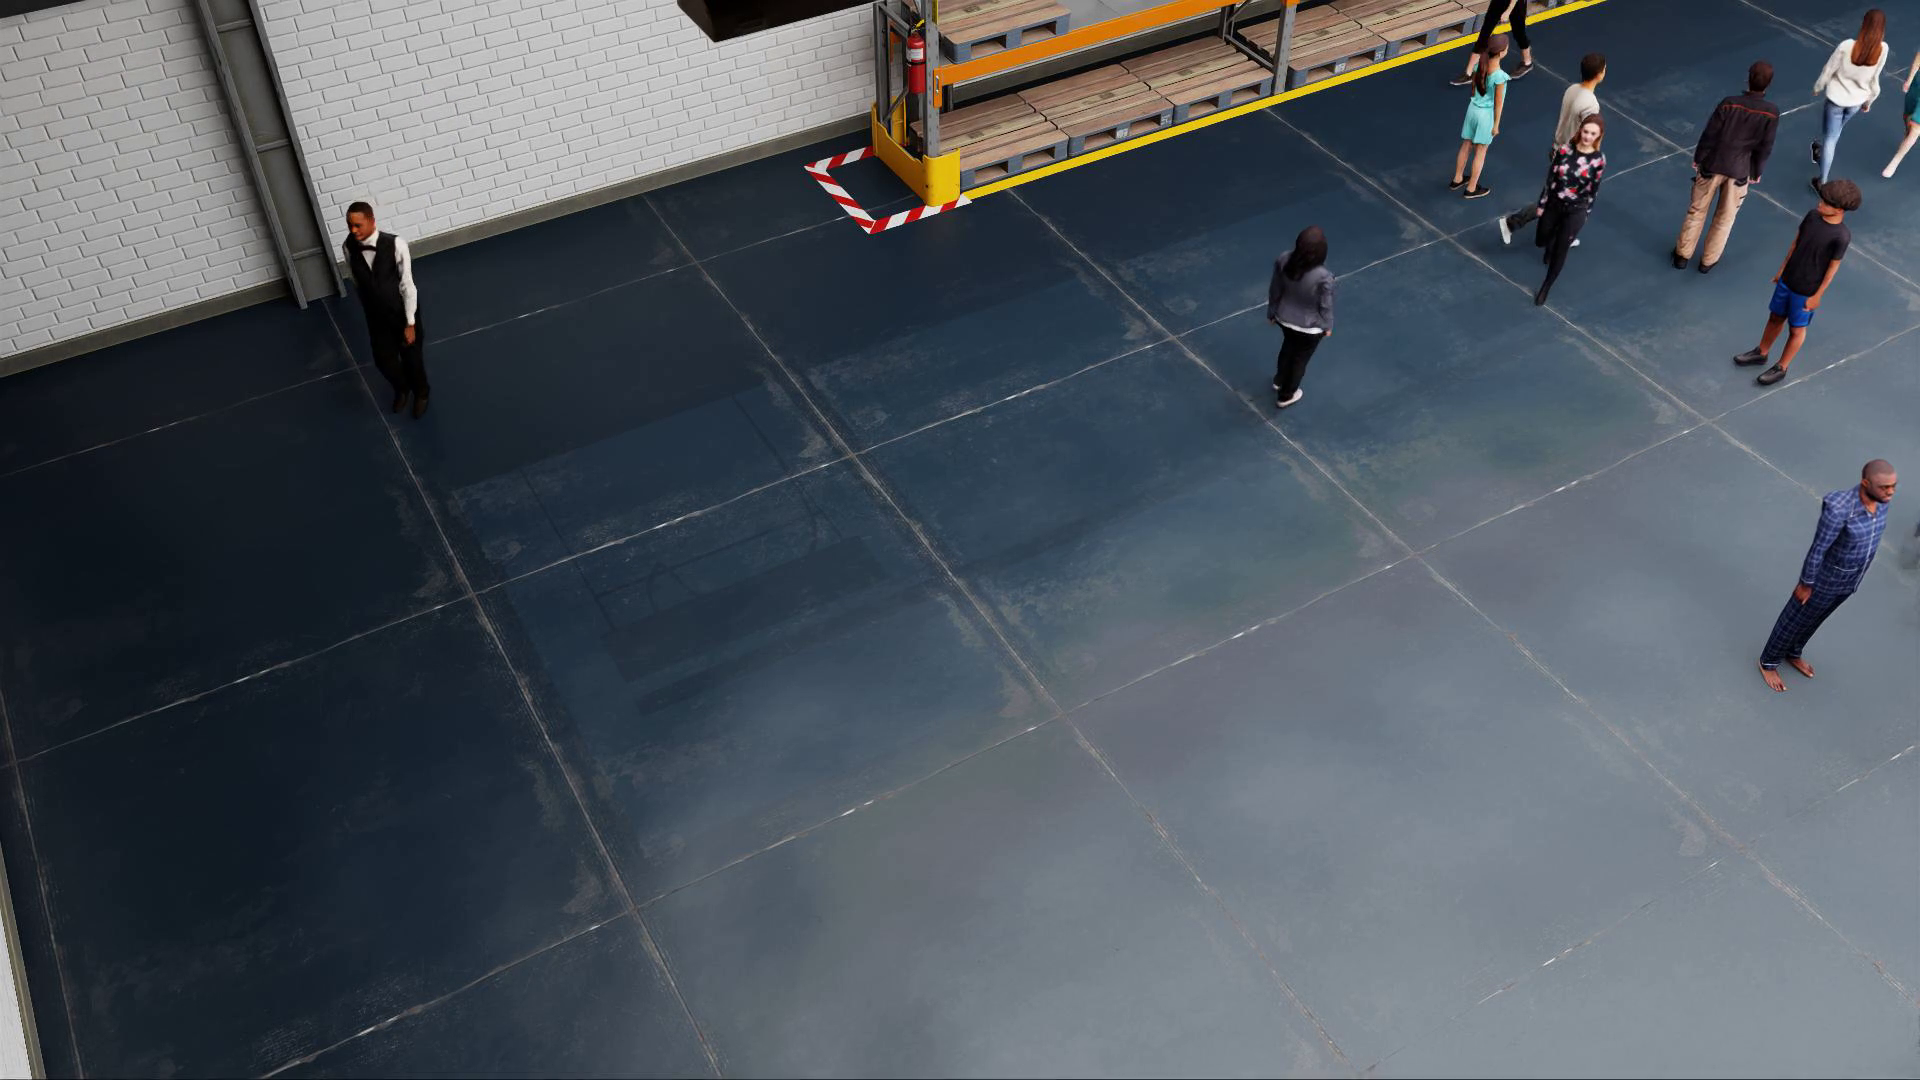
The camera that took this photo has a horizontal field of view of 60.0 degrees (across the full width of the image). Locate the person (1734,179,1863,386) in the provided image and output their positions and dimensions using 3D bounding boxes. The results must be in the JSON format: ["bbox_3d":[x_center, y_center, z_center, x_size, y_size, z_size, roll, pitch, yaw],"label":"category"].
[{"bbox_3d":[6.548,-2.016,12.884,0.622,1.794,0.647,-13,45,-13],"label":"person"}]

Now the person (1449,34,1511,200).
[{"bbox_3d":[4.698,-3.824,14.952,0.530,1.558,0.533,-21,48,-21],"label":"person"}]

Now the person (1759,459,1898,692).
[{"bbox_3d":[5.518,0.198,10.538,0.542,1.825,0.725,-20,47,-20],"label":"person"}]

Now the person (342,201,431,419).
[{"bbox_3d":[-4.252,-1.793,12.572,0.801,1.900,0.886,3,44,3],"label":"person"}]

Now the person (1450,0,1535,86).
[{"bbox_3d":[5.504,-5.281,16.391,1.178,1.683,0.607,-18,46,-18],"label":"person"}]

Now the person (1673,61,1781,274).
[{"bbox_3d":[6.413,-3.114,13.942,0.828,1.925,0.858,16,46,16],"label":"person"}]

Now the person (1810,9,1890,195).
[{"bbox_3d":[7.970,-3.898,14.960,1.056,1.656,1.069,5,44,5],"label":"person"}]

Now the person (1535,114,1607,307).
[{"bbox_3d":[5.030,-2.791,13.790,0.844,1.667,0.999,21,48,21],"label":"person"}]

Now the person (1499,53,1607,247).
[{"bbox_3d":[5.104,-3.256,14.193,1.132,1.784,0.948,-2,44,-2],"label":"person"}]

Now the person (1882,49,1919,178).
[{"bbox_3d":[8.898,-4.191,15.272,0.758,1.648,1.099,30,51,28],"label":"person"}]

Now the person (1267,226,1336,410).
[{"bbox_3d":[2.549,-1.659,12.661,0.714,1.584,0.725,-31,51,-28],"label":"person"}]
